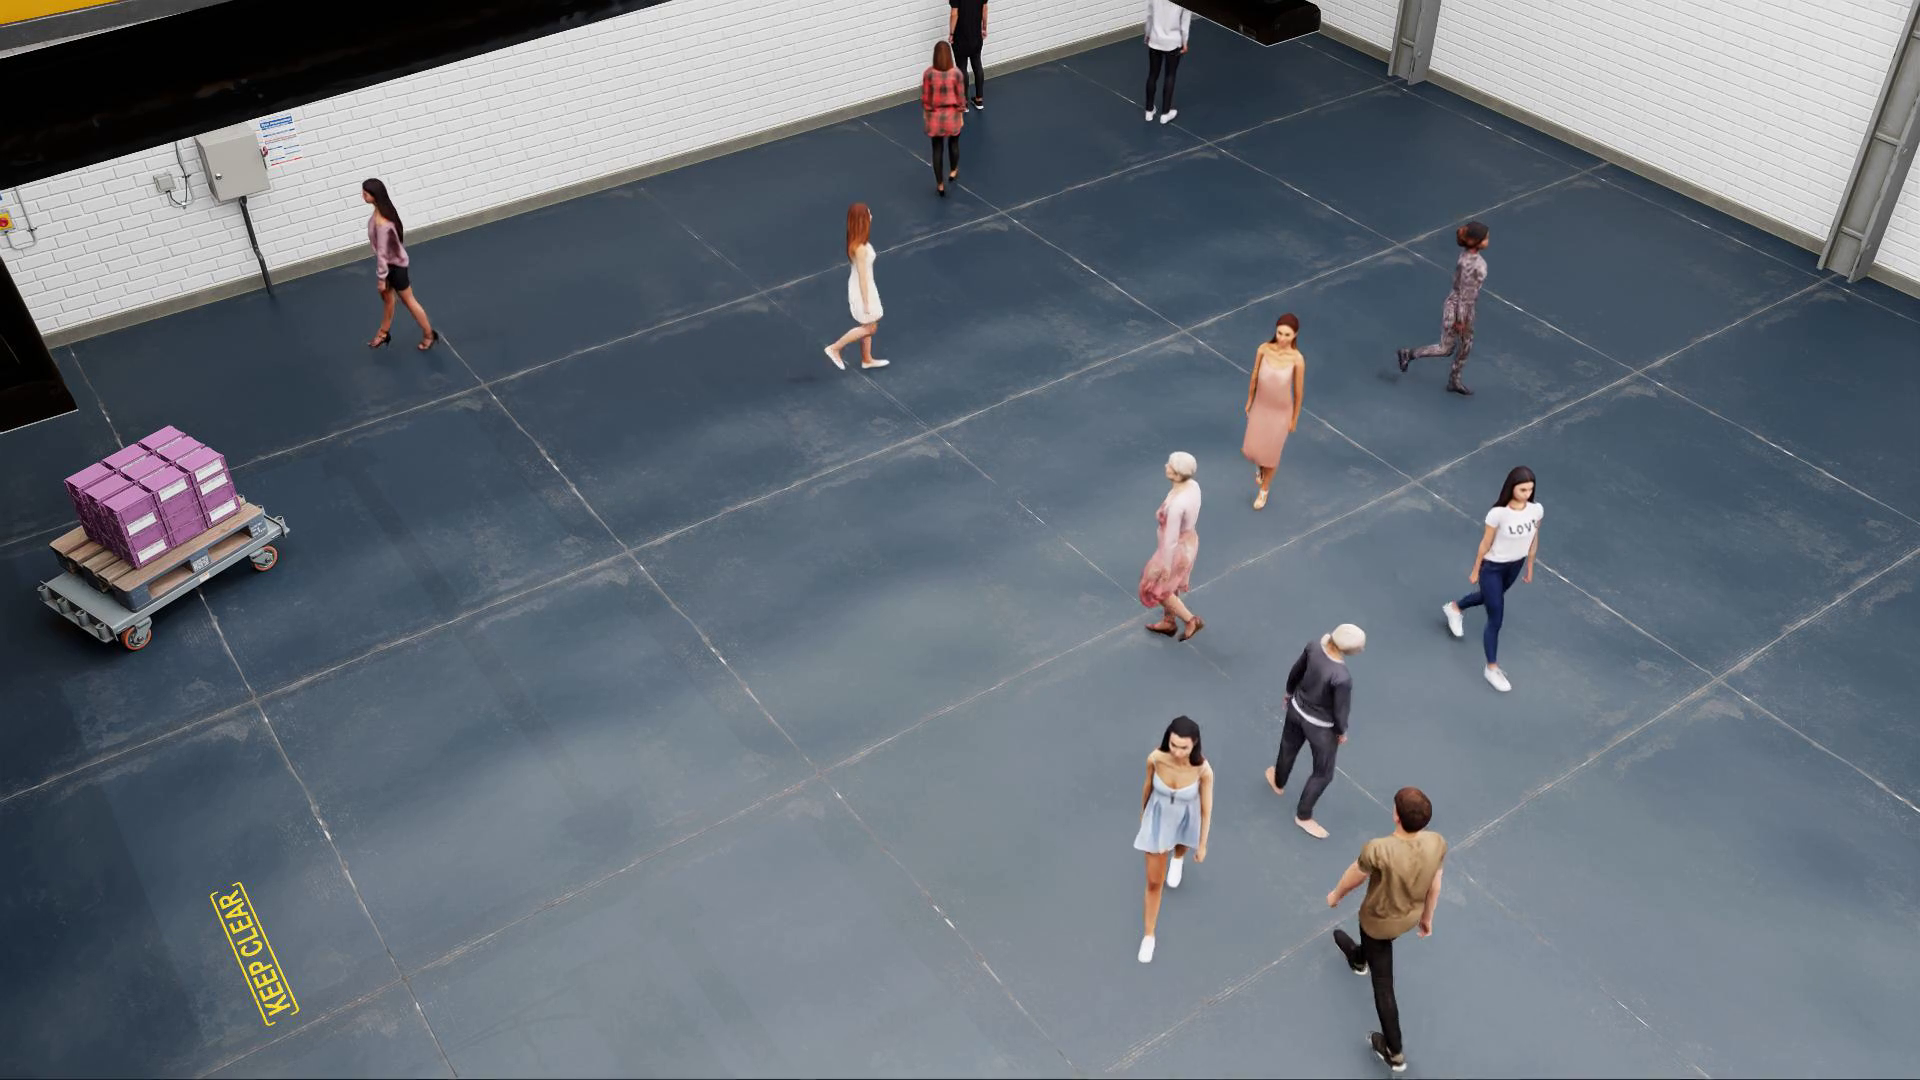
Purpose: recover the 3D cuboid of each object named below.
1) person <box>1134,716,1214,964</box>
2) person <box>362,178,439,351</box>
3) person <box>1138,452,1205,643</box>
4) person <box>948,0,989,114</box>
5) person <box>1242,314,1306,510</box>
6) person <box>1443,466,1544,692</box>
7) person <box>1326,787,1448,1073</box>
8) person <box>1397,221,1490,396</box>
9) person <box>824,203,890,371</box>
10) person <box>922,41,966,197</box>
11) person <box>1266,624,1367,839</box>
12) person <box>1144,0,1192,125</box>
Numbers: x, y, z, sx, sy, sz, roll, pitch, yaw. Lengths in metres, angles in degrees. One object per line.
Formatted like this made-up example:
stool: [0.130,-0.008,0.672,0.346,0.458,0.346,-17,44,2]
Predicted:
person: [1.338,1.670,10.202,1.158,1.669,1.160,9,40,11]
person: [-5.119,-2.503,15.333,0.903,1.787,0.940,-9,39,-11]
person: [1.642,0.102,12.158,0.858,1.677,0.786,15,41,18]
person: [0.095,-5.990,19.637,0.695,1.863,0.585,-21,43,-24]
person: [2.572,-1.083,13.525,0.747,1.824,0.815,20,43,23]
person: [3.847,0.175,12.016,0.798,1.740,1.189,-13,41,-16]
person: [2.468,2.212,9.417,0.921,1.801,1.328,-11,40,-14]
person: [4.373,-2.059,14.851,1.062,1.694,0.859,18,42,21]
person: [-0.971,-2.247,15.084,0.846,1.697,0.864,-4,39,-5]
person: [-0.185,-4.524,17.943,0.896,1.687,0.976,3,39,4]
person: [2.277,1.119,10.866,0.934,1.701,0.531,-29,47,-32]
person: [2.400,-5.827,19.391,0.759,1.916,0.868,16,41,19]
